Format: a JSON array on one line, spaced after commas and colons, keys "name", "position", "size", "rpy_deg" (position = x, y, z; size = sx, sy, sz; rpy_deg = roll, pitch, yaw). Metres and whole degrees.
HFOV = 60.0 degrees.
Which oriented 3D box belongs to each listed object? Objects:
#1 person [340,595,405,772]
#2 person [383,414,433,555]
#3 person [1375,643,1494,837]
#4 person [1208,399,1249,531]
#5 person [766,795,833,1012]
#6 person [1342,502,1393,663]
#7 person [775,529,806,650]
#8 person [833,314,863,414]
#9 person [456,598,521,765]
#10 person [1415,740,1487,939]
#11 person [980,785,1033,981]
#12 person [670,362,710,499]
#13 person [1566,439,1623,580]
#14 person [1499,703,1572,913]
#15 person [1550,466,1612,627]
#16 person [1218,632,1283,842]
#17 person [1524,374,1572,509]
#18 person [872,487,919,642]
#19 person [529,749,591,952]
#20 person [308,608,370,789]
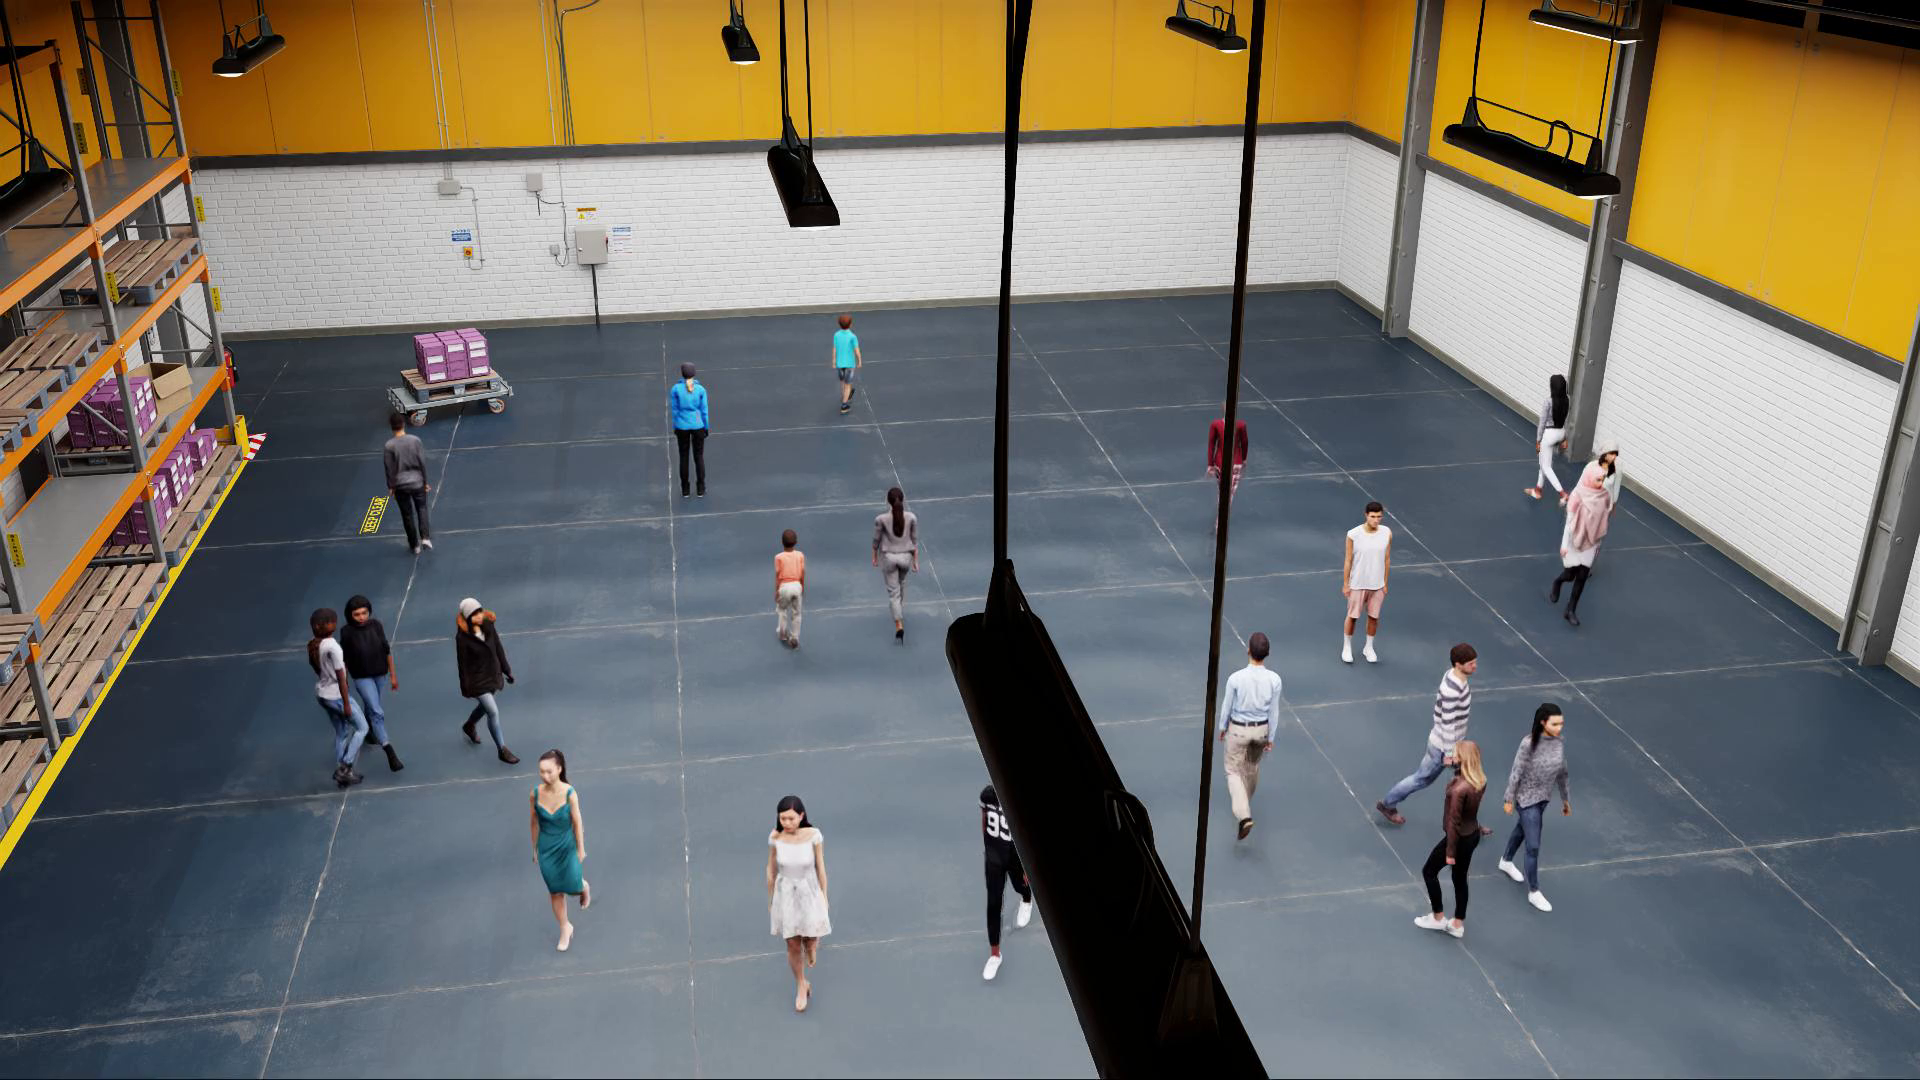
[{"name": "person", "position": [-5.476, 1.250, 15.351], "size": [1.020, 1.651, 1.237], "rpy_deg": [-21, 31, -39]}, {"name": "person", "position": [-6.452, -0.628, 19.517], "size": [0.771, 1.755, 0.876], "rpy_deg": [-13, 27, -27]}, {"name": "person", "position": [4.028, 1.700, 14.130], "size": [1.183, 1.804, 1.227], "rpy_deg": [11, 26, 24]}, {"name": "person", "position": [3.263, -0.893, 20.253], "size": [0.956, 1.652, 1.179], "rpy_deg": [7, 25, 16]}, {"name": "person", "position": [-1.168, 2.596, 12.134], "size": [0.727, 1.761, 0.876], "rpy_deg": [1, 24, 3]}, {"name": "person", "position": [4.183, 0.415, 17.096], "size": [0.648, 1.784, 0.600], "rpy_deg": [-1, 24, -2]}, {"name": "person", "position": [-1.765, 0.538, 17.420], "size": [0.549, 1.299, 0.698], "rpy_deg": [-8, 25, -17]}, {"name": "person", "position": [-1.701, -2.570, 24.383], "size": [0.845, 1.416, 1.006], "rpy_deg": [9, 25, 19]}, {"name": "person", "position": [-4.452, 1.258, 15.391], "size": [1.051, 1.604, 1.043], "rpy_deg": [12, 26, 26]}, {"name": "person", "position": [3.918, 2.344, 12.801], "size": [0.768, 1.688, 0.728], "rpy_deg": [20, 30, 38]}, {"name": "person", "position": [0.392, 2.392, 12.689], "size": [1.020, 1.692, 1.275], "rpy_deg": [8, 25, 17]}, {"name": "person", "position": [-3.445, -1.411, 21.259], "size": [0.632, 1.795, 0.549], "rpy_deg": [-1, 24, -3]}, {"name": "person", "position": [7.339, -0.403, 19.181], "size": [1.036, 1.612, 1.174], "rpy_deg": [13, 27, 27]}, {"name": "person", "position": [4.588, 2.041, 13.475], "size": [0.796, 1.705, 1.032], "rpy_deg": [-11, 26, -23]}, {"name": "person", "position": [6.676, 0.021, 17.993], "size": [0.673, 1.786, 0.851], "rpy_deg": [-2, 24, -5]}, {"name": "person", "position": [2.451, 1.675, 14.157], "size": [0.681, 1.829, 1.115], "rpy_deg": [-2, 24, -4]}, {"name": "person", "position": [7.510, -1.217, 20.937], "size": [0.801, 1.696, 1.132], "rpy_deg": [-10, 26, -22]}, {"name": "person", "position": [-0.669, 0.290, 17.580], "size": [0.657, 1.624, 1.088], "rpy_deg": [-5, 24, -11]}, {"name": "person", "position": [-3.060, 2.353, 12.800], "size": [0.674, 1.672, 0.816], "rpy_deg": [3, 24, 6]}, {"name": "person", "position": [-5.651, 1.447, 14.832], "size": [0.752, 1.705, 0.820], "rpy_deg": [21, 31, 39]}]
